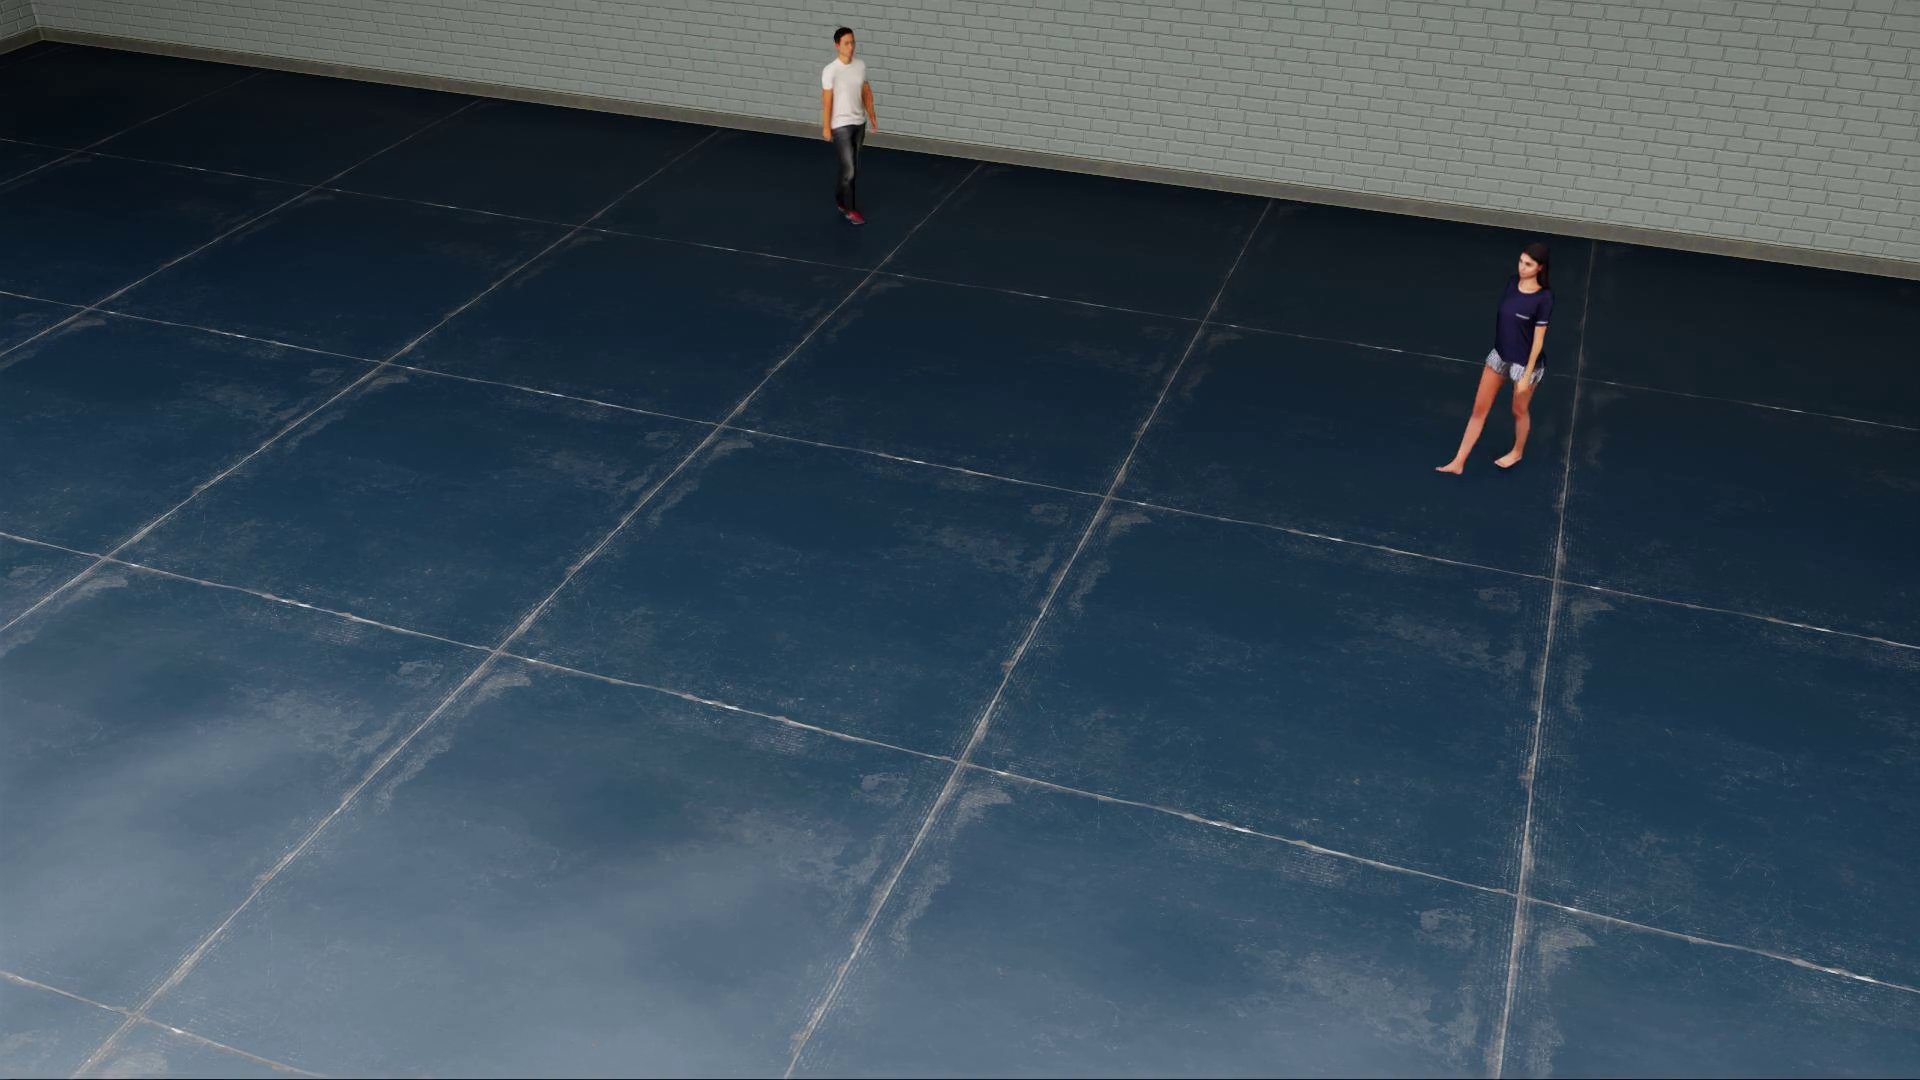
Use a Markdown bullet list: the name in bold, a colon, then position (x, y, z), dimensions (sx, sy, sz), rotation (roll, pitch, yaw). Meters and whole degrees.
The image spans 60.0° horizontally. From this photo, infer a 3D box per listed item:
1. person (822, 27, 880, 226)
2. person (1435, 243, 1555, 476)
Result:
- **person**: position (-1.098, -3.879, 15.460), dimensions (0.864, 1.786, 0.833), rotation (28, 42, 36)
- **person**: position (3.888, -1.232, 11.441), dimensions (1.102, 1.730, 0.989), rotation (-18, 37, -26)
